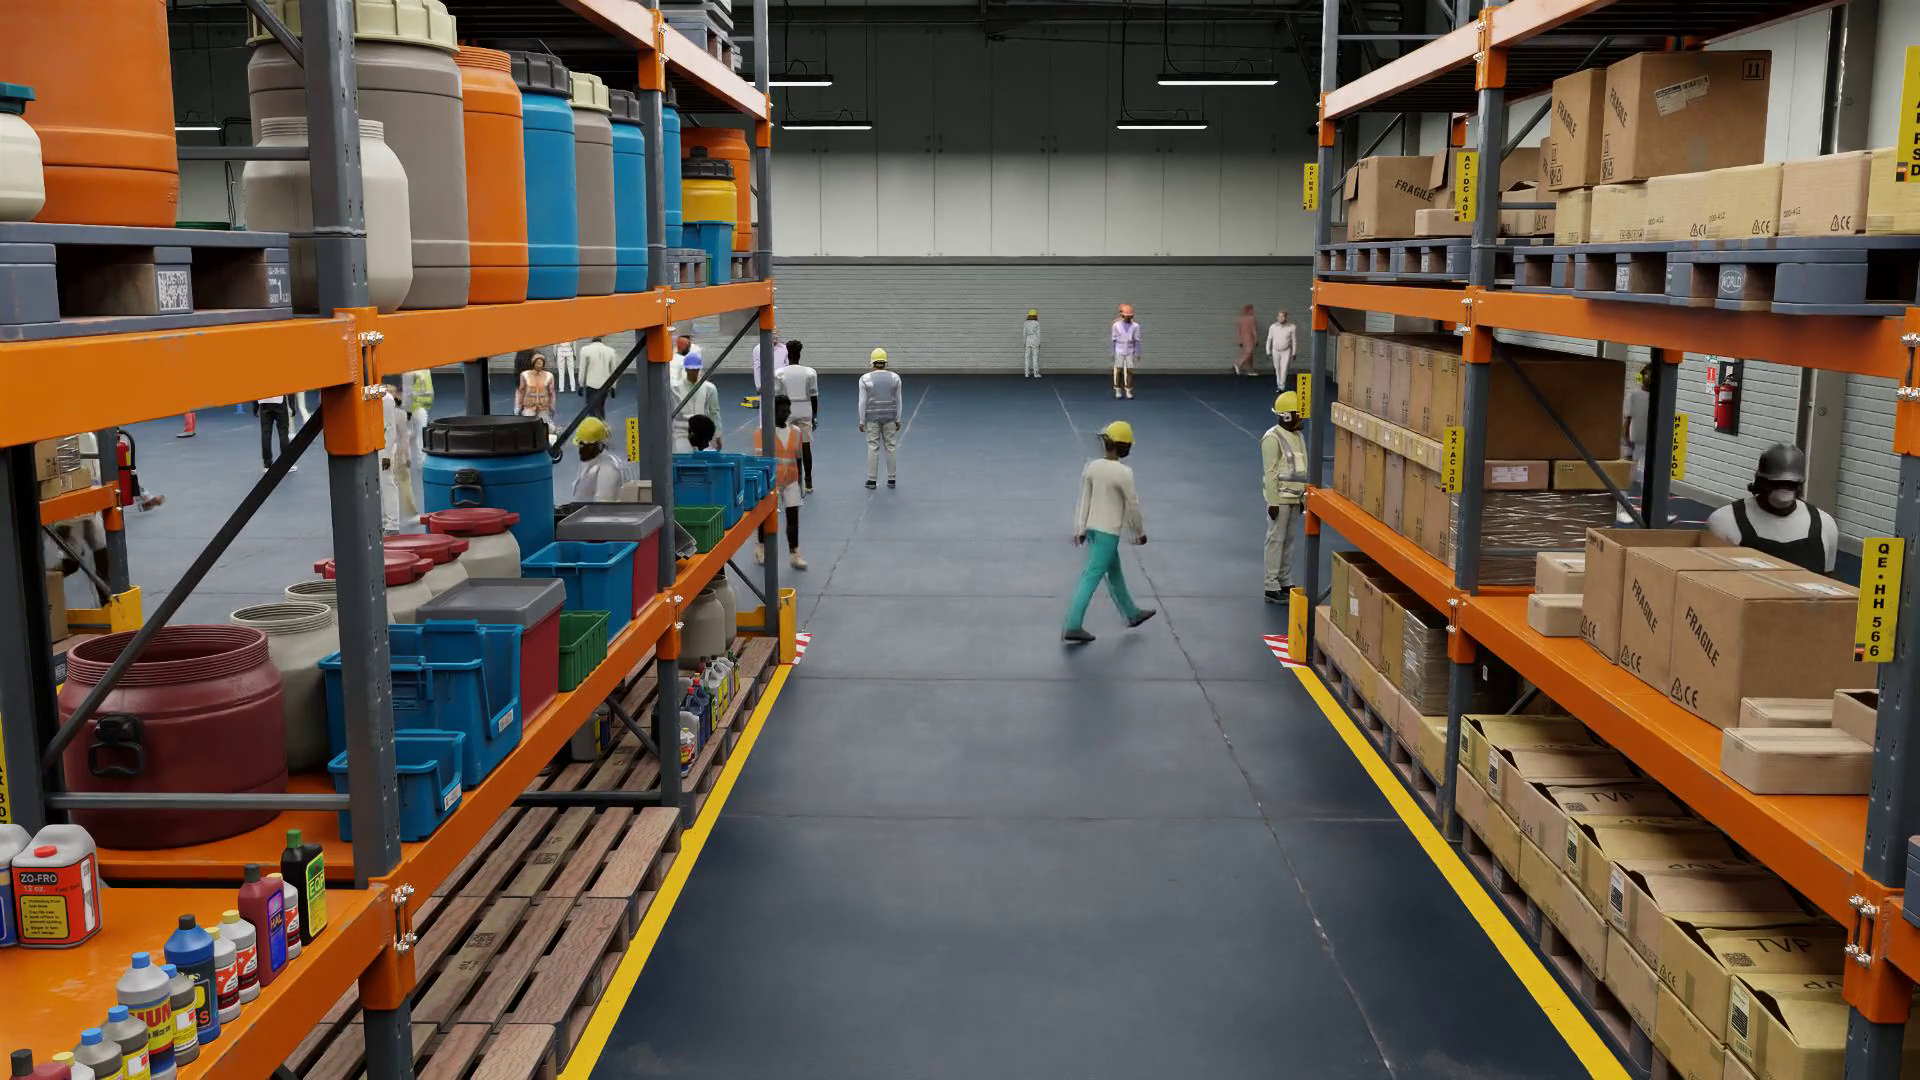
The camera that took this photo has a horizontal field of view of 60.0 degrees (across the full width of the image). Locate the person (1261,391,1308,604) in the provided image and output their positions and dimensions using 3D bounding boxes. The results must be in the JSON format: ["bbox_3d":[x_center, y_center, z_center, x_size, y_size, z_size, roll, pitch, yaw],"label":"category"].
[{"bbox_3d":[2.853,-0.380,14.529,0.404,1.837,0.592,7,12,34],"label":"person"}]

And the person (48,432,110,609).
[{"bbox_3d":[-7.078,-0.233,13.193,0.886,2.004,0.670,0,9,1],"label":"person"}]

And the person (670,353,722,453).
[{"bbox_3d":[-3.033,-1.181,19.090,0.644,1.909,0.909,-4,10,-21],"label":"person"}]

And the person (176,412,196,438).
[{"bbox_3d":[-13.210,-2.633,28.236,0.314,1.769,0.523,-2,10,-10],"label":"person"}]

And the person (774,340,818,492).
[{"bbox_3d":[-2.121,-1.591,21.399,0.607,1.966,0.367,-3,10,-15],"label":"person"}]

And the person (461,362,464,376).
[{"bbox_3d":[-12.896,-5.227,43.535,0.571,1.843,0.373,-4,10,-20],"label":"person"}]

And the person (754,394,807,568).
[{"bbox_3d":[-1.756,-0.577,16.211,0.557,1.705,0.493,-6,11,-31],"label":"person"}]

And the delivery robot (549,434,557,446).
[{"bbox_3d":[-6.296,-1.427,24.474,0.477,0.478,0.707,8,12,40],"label":"delivery robot"}]

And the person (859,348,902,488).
[{"bbox_3d":[-1.054,-1.603,21.865,0.588,1.833,0.404,-3,10,-19],"label":"person"}]

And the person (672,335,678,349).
[{"bbox_3d":[-5.884,-3.444,32.738,0.662,1.879,1.028,1,10,5],"label":"person"}]

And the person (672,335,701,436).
[{"bbox_3d":[-4.613,-2.691,28.224,0.620,1.900,1.013,-8,13,-41],"label":"person"}]

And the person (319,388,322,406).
[{"bbox_3d":[-8.593,-1.816,23.207,0.655,1.813,0.744,-9,13,-43],"label":"person"}]

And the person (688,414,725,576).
[{"bbox_3d":[-2.125,-0.208,13.920,0.319,1.694,0.554,0,9,2],"label":"person"}]

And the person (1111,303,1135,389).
[{"bbox_3d":[3.827,-4.528,38.908,0.622,1.992,0.388,6,11,33],"label":"person"}]

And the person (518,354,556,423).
[{"bbox_3d":[-6.151,-1.893,24.231,0.532,1.609,0.681,-4,10,-21],"label":"person"}]

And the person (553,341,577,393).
[{"bbox_3d":[-8.997,-4.181,37.890,0.520,1.639,0.312,-3,10,-18],"label":"person"}]

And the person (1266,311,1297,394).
[{"bbox_3d":[7.213,-4.215,37.445,0.652,1.854,1.014,5,11,26],"label":"person"}]

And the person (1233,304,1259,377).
[{"bbox_3d":[7.422,-5.162,43.026,0.791,1.884,0.646,-4,10,-21],"label":"person"}]

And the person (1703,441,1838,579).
[{"bbox_3d":[4.250,0.506,8.743,0.688,2.000,0.536,1,10,7],"label":"person"}]

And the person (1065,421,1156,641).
[{"bbox_3d":[1.203,-0.071,13.050,0.939,1.712,0.517,-5,11,-25],"label":"person"}]

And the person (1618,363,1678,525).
[{"bbox_3d":[7.719,-1.061,18.644,0.551,1.827,0.942,-1,10,-8],"label":"person"}]

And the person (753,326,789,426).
[{"bbox_3d":[-3.097,-2.585,27.532,0.645,1.908,0.408,-6,11,-33],"label":"person"}]

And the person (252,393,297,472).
[{"bbox_3d":[-9.700,-1.916,23.491,0.597,1.916,0.371,-1,10,-6],"label":"person"}]

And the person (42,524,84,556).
[{"bbox_3d":[-9.125,-0.705,16.820,0.879,1.715,0.540,8,12,38],"label":"person"}]

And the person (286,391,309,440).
[{"bbox_3d":[-11.051,-2.572,27.654,0.517,1.848,0.749,-7,12,-35],"label":"person"}]

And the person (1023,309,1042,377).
[{"bbox_3d":[1.868,-5.076,42.937,0.487,1.744,0.312,5,11,29],"label":"person"}]

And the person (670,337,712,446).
[{"bbox_3d":[-4.283,-2.155,25.218,0.614,1.812,1.063,6,11,32],"label":"person"}]

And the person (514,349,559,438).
[{"bbox_3d":[-6.751,-2.394,26.167,0.726,1.979,0.610,-7,12,-38],"label":"person"}]

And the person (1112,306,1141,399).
[{"bbox_3d":[3.612,-4.067,36.076,0.629,2.013,0.486,-1,10,-6],"label":"person"}]

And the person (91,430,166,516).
[{"bbox_3d":[-9.906,-1.237,19.502,0.649,1.887,1.006,7,12,37],"label":"person"}]

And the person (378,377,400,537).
[{"bbox_3d":[-6.193,-0.936,17.727,0.355,1.882,0.576,-8,13,-41],"label":"person"}]

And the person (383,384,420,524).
[{"bbox_3d":[-6.399,-0.947,18.642,0.547,1.596,0.757,4,10,23],"label":"person"}]

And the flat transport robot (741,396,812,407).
[{"bbox_3d":[-3.717,-2.815,33.920,1.431,0.197,0.652,7,12,35],"label":"flat transport robot"}]

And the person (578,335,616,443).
[{"bbox_3d":[-5.834,-2.511,26.895,0.620,1.976,0.797,-9,13,-42],"label":"person"}]

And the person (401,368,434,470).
[{"bbox_3d":[-7.865,-1.912,23.790,0.751,1.810,0.639,0,9,-1],"label":"person"}]

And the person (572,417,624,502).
[{"bbox_3d":[-2.847,-0.083,12.958,0.902,1.765,0.598,-6,11,-31],"label":"person"}]
